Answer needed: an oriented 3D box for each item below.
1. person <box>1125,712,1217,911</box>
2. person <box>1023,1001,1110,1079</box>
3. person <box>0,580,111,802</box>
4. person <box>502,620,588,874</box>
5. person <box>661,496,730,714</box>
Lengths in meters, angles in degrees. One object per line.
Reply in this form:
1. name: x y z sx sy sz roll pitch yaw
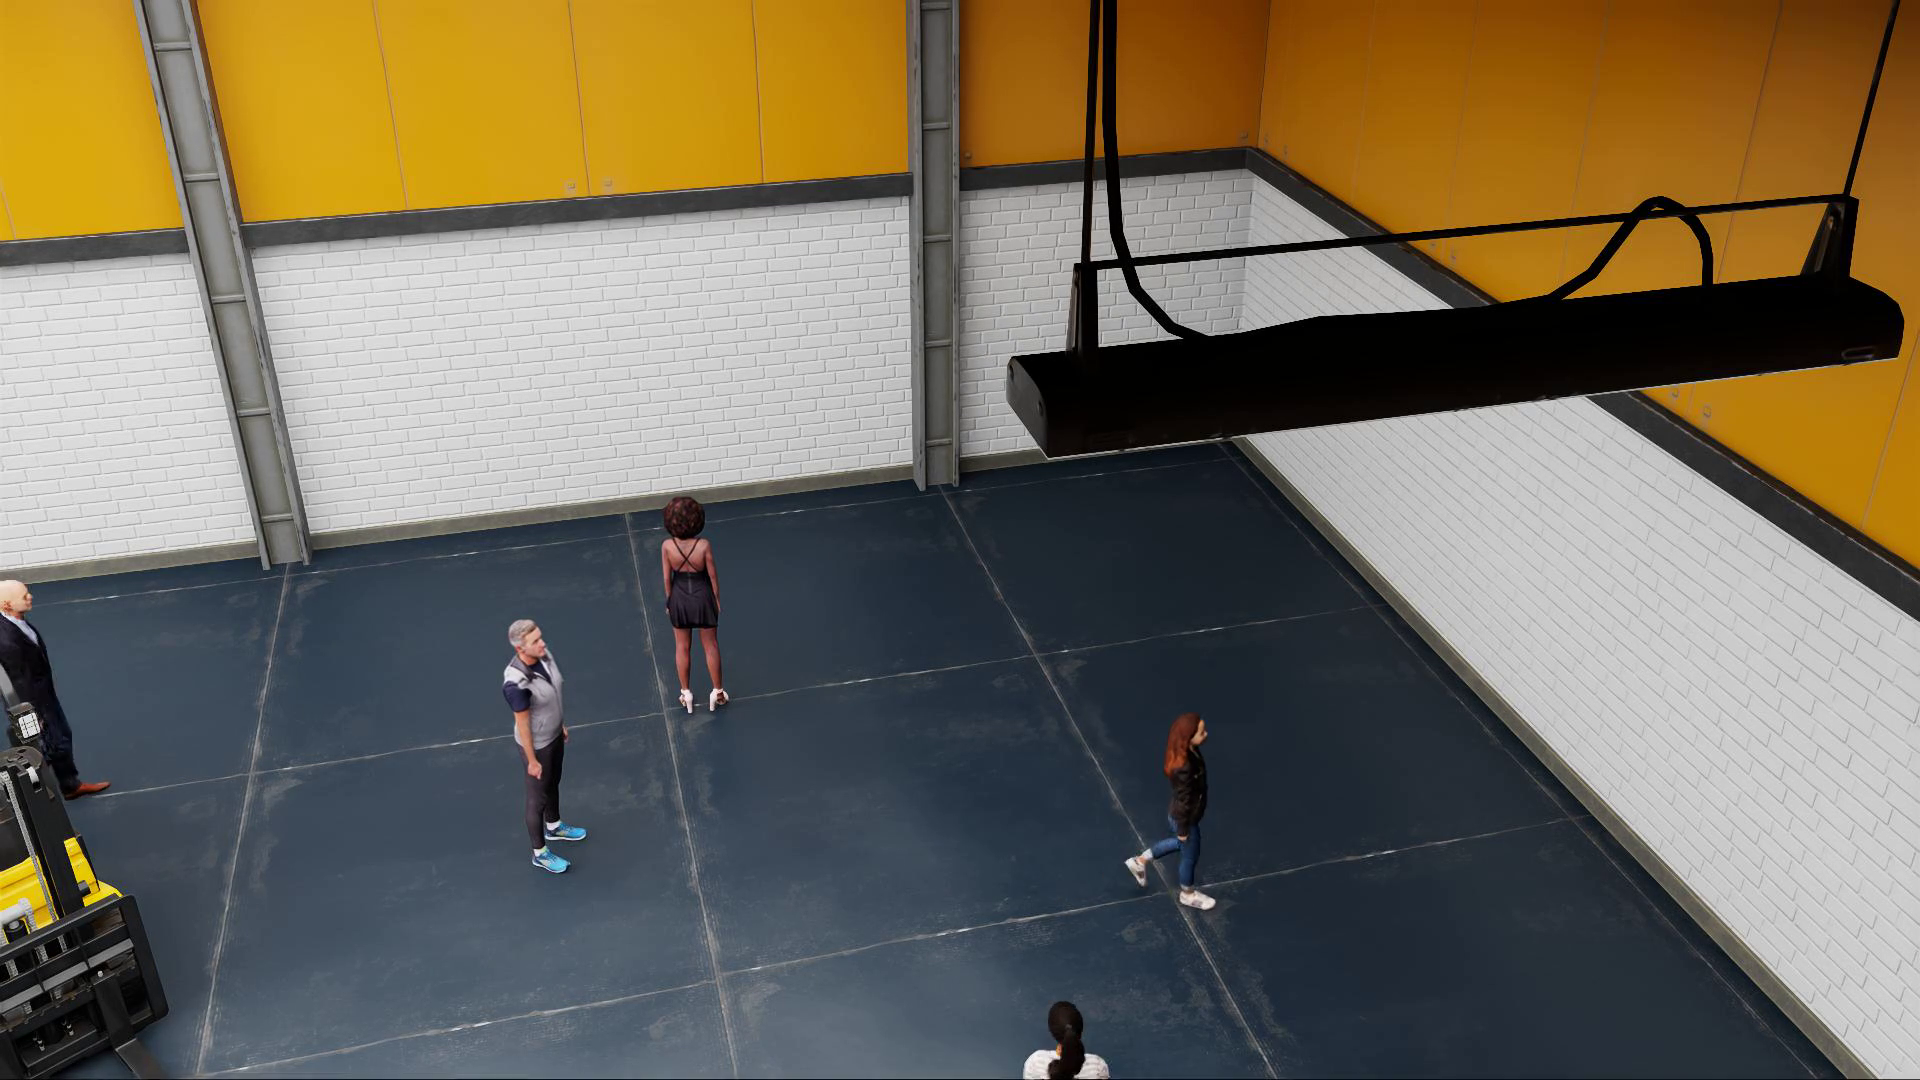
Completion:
1. person: 1.364 1.715 10.556 0.916 1.469 0.758 4 29 8
2. person: 0.503 2.949 8.121 0.752 1.635 0.836 7 29 13
3. person: -6.414 1.099 11.356 0.875 1.785 0.713 -9 30 -16
4. person: -2.767 1.310 10.922 0.723 1.830 0.764 4 29 7
5. person: -2.006 0.493 12.463 0.536 1.788 0.673 -1 29 -3
